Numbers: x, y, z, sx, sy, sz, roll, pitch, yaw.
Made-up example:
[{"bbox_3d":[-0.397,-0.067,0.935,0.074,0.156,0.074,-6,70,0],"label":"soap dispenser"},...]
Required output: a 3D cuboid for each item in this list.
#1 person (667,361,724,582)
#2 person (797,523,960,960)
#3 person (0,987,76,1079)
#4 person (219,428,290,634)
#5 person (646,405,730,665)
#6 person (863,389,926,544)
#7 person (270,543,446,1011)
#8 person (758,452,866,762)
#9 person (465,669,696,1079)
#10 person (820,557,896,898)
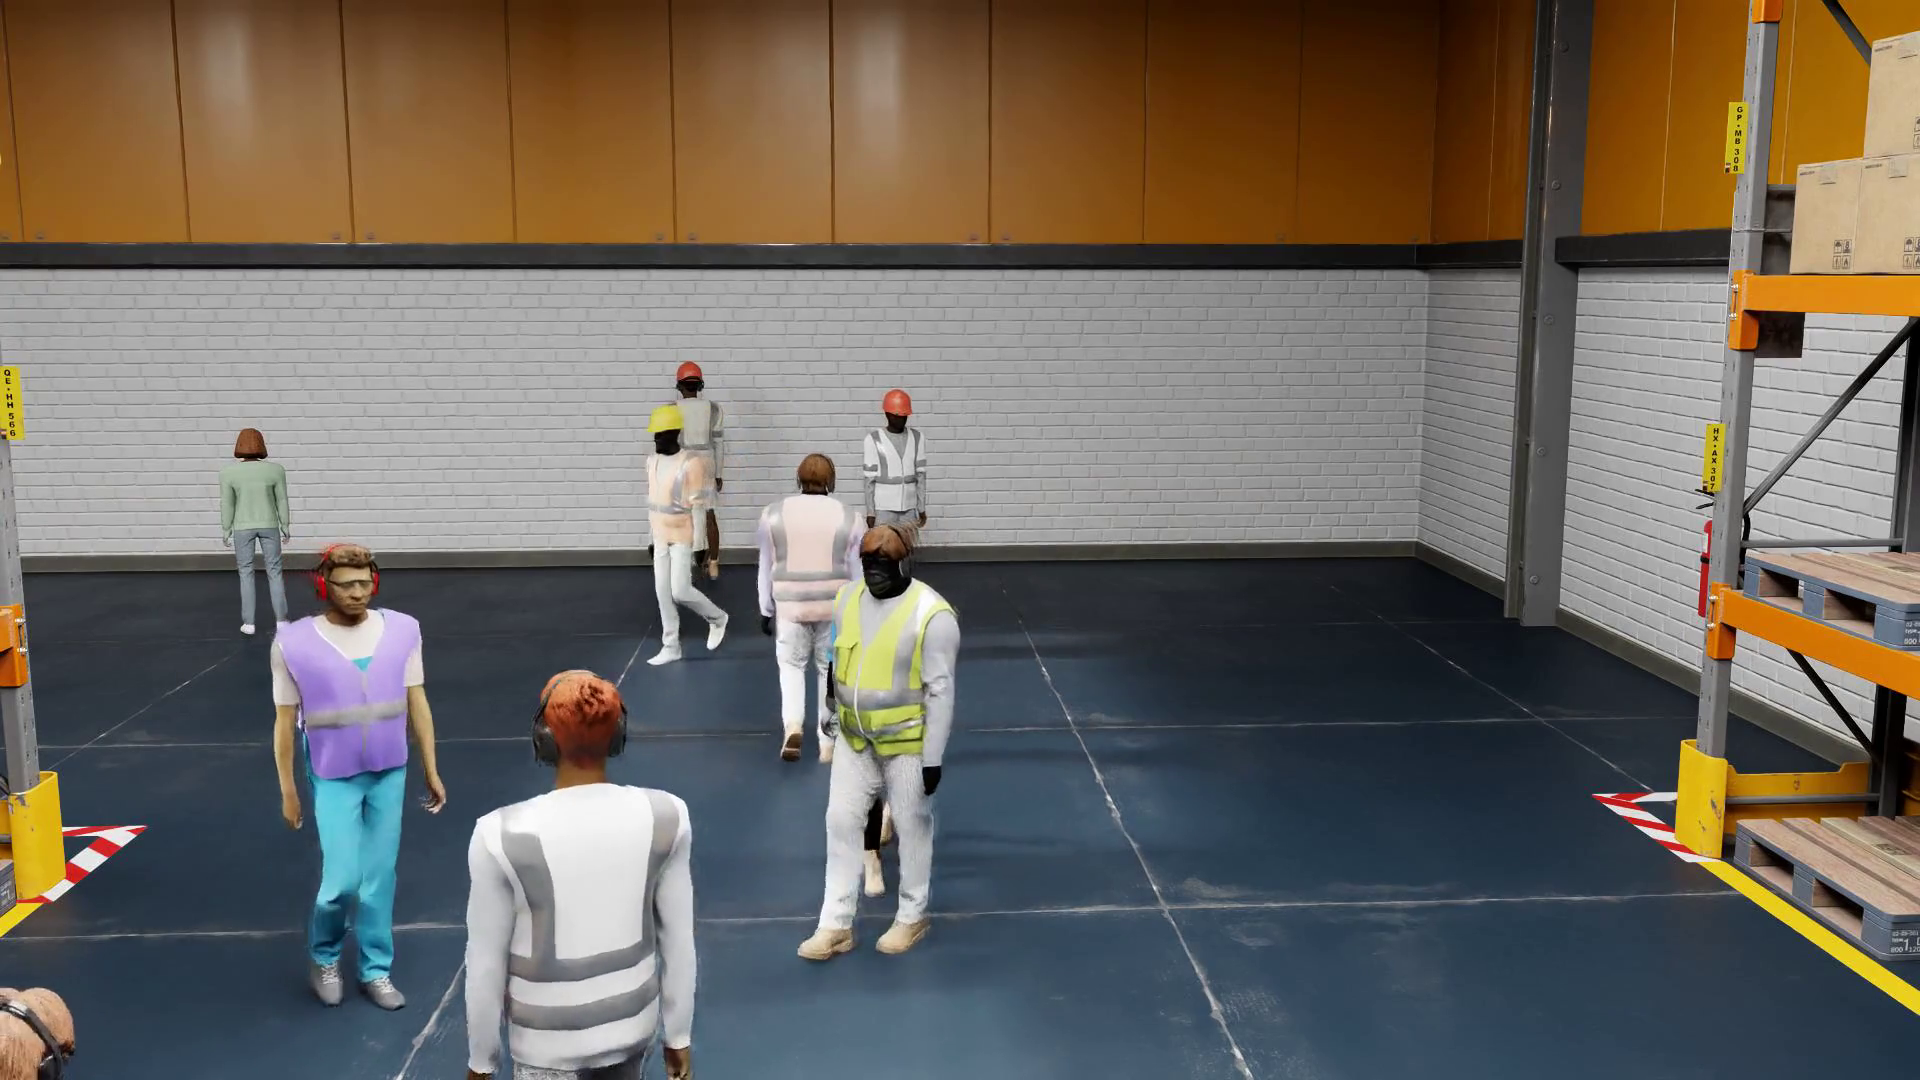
[{"bbox_3d":[-2.480,-0.627,15.387,0.609,2.044,0.394,-5,10,-28],"label":"person"},{"bbox_3d":[-0.358,0.847,6.797,0.660,1.824,0.684,6,11,33],"label":"person"},{"bbox_3d":[-1.624,1.583,2.896,0.517,1.613,0.809,0,9,-2],"label":"person"},{"bbox_3d":[-5.577,-0.071,13.179,0.507,1.632,0.267,-5,10,-27],"label":"person"},{"bbox_3d":[-2.033,-0.046,12.182,0.586,1.910,0.587,8,12,40],"label":"person"},{"bbox_3d":[-0.523,-0.284,13.645,0.538,1.917,0.450,-5,10,-27],"label":"person"},{"bbox_3d":[-2.312,0.911,6.396,0.570,1.827,0.442,-9,12,-43],"label":"person"},{"bbox_3d":[-0.841,0.410,9.562,0.642,1.823,0.538,0,9,0],"label":"person"},{"bbox_3d":[-0.904,1.255,4.137,0.574,1.866,0.776,-6,11,-34],"label":"person"},{"bbox_3d":[-0.371,0.765,7.884,0.579,1.648,0.820,-1,9,-8],"label":"person"}]
